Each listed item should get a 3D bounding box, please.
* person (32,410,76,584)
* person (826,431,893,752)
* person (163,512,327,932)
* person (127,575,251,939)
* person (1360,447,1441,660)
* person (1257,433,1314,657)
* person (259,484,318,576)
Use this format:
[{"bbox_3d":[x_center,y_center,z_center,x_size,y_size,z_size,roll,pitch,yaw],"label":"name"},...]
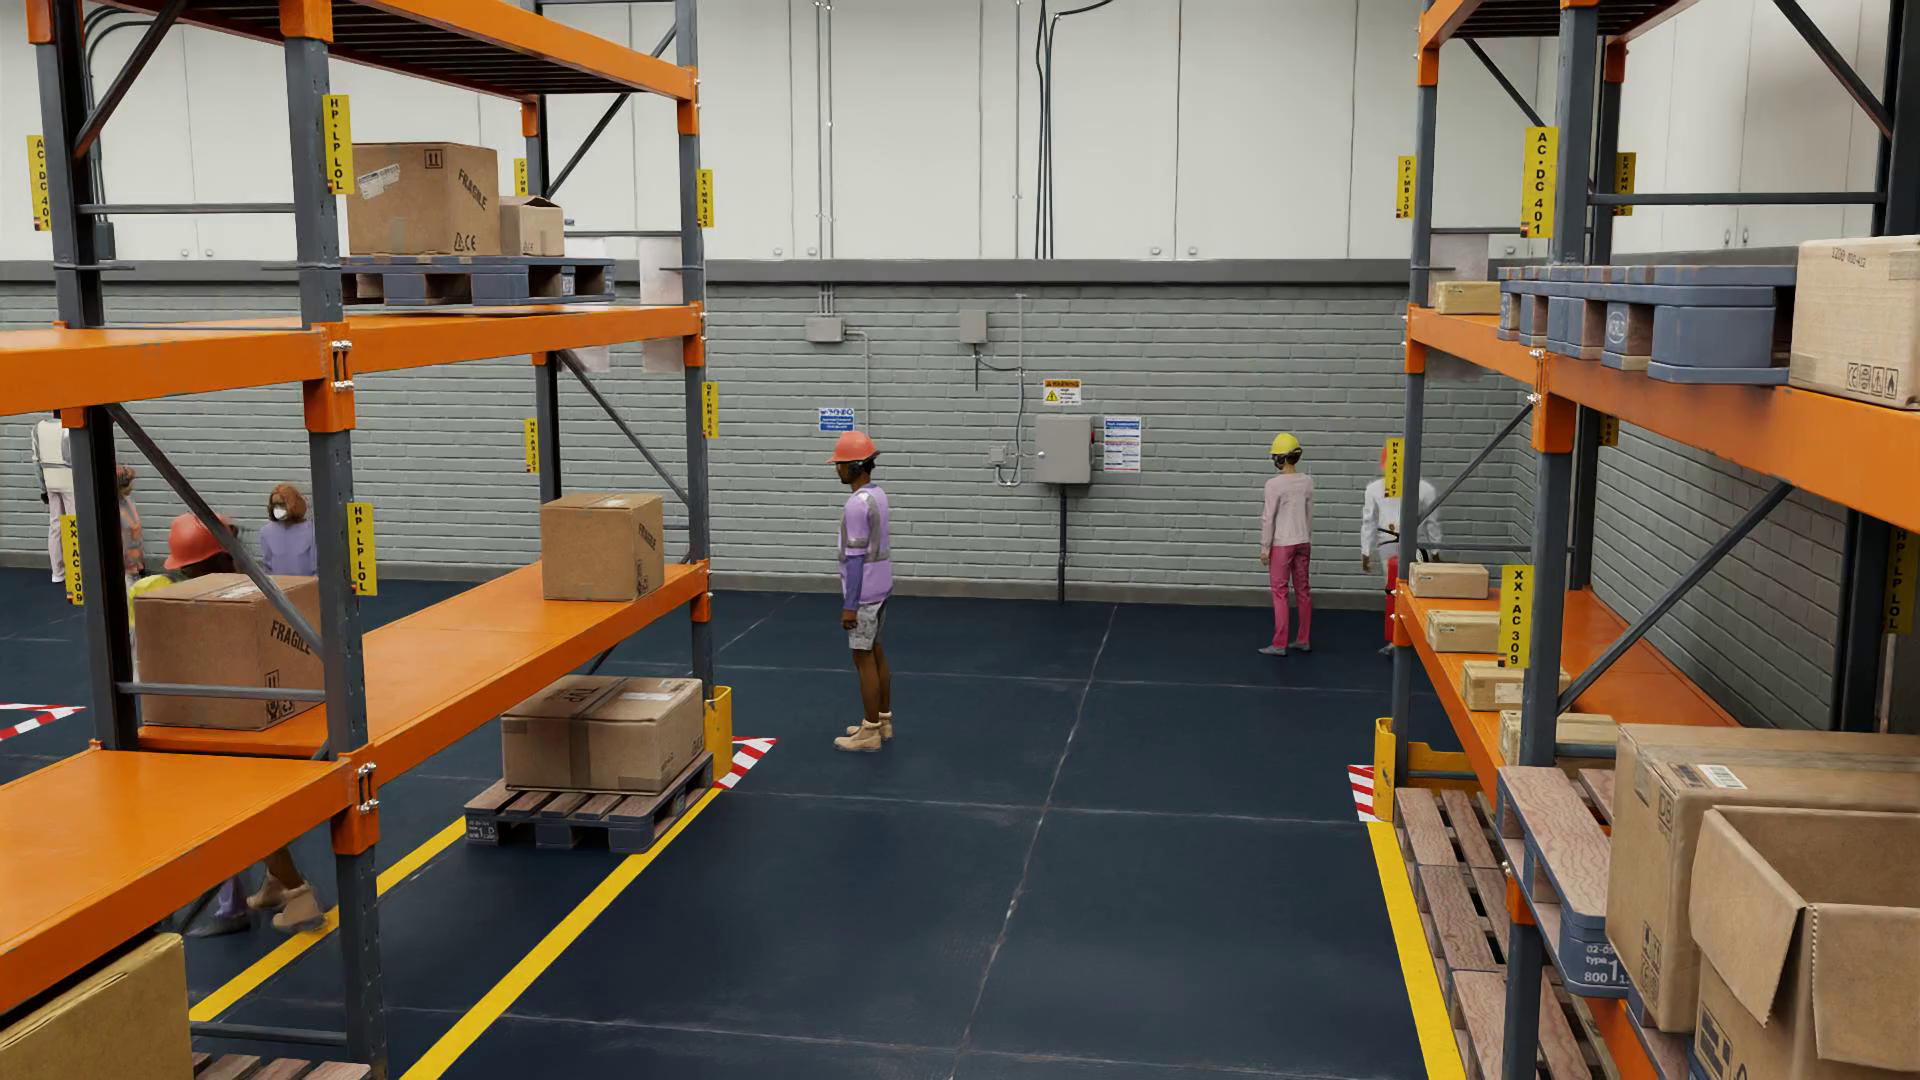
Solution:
[{"bbox_3d":[-8.641,-0.526,16.093,0.595,1.923,0.377,2,9,14],"label":"person"},{"bbox_3d":[-0.637,0.325,10.535,0.410,2.035,0.601,1,9,8],"label":"person"},{"bbox_3d":[-3.186,0.838,7.552,0.668,1.989,0.681,2,9,11],"label":"person"},{"bbox_3d":[-3.550,0.994,7.376,0.728,1.720,0.554,-6,11,-32],"label":"person"},{"bbox_3d":[3.456,0.079,13.076,0.584,1.697,0.926,6,11,33],"label":"person"},{"bbox_3d":[2.571,0.038,13.147,0.523,1.758,0.351,-7,11,-36],"label":"person"},{"bbox_3d":[-4.511,0.428,11.230,0.502,1.594,0.802,0,9,2],"label":"person"}]
